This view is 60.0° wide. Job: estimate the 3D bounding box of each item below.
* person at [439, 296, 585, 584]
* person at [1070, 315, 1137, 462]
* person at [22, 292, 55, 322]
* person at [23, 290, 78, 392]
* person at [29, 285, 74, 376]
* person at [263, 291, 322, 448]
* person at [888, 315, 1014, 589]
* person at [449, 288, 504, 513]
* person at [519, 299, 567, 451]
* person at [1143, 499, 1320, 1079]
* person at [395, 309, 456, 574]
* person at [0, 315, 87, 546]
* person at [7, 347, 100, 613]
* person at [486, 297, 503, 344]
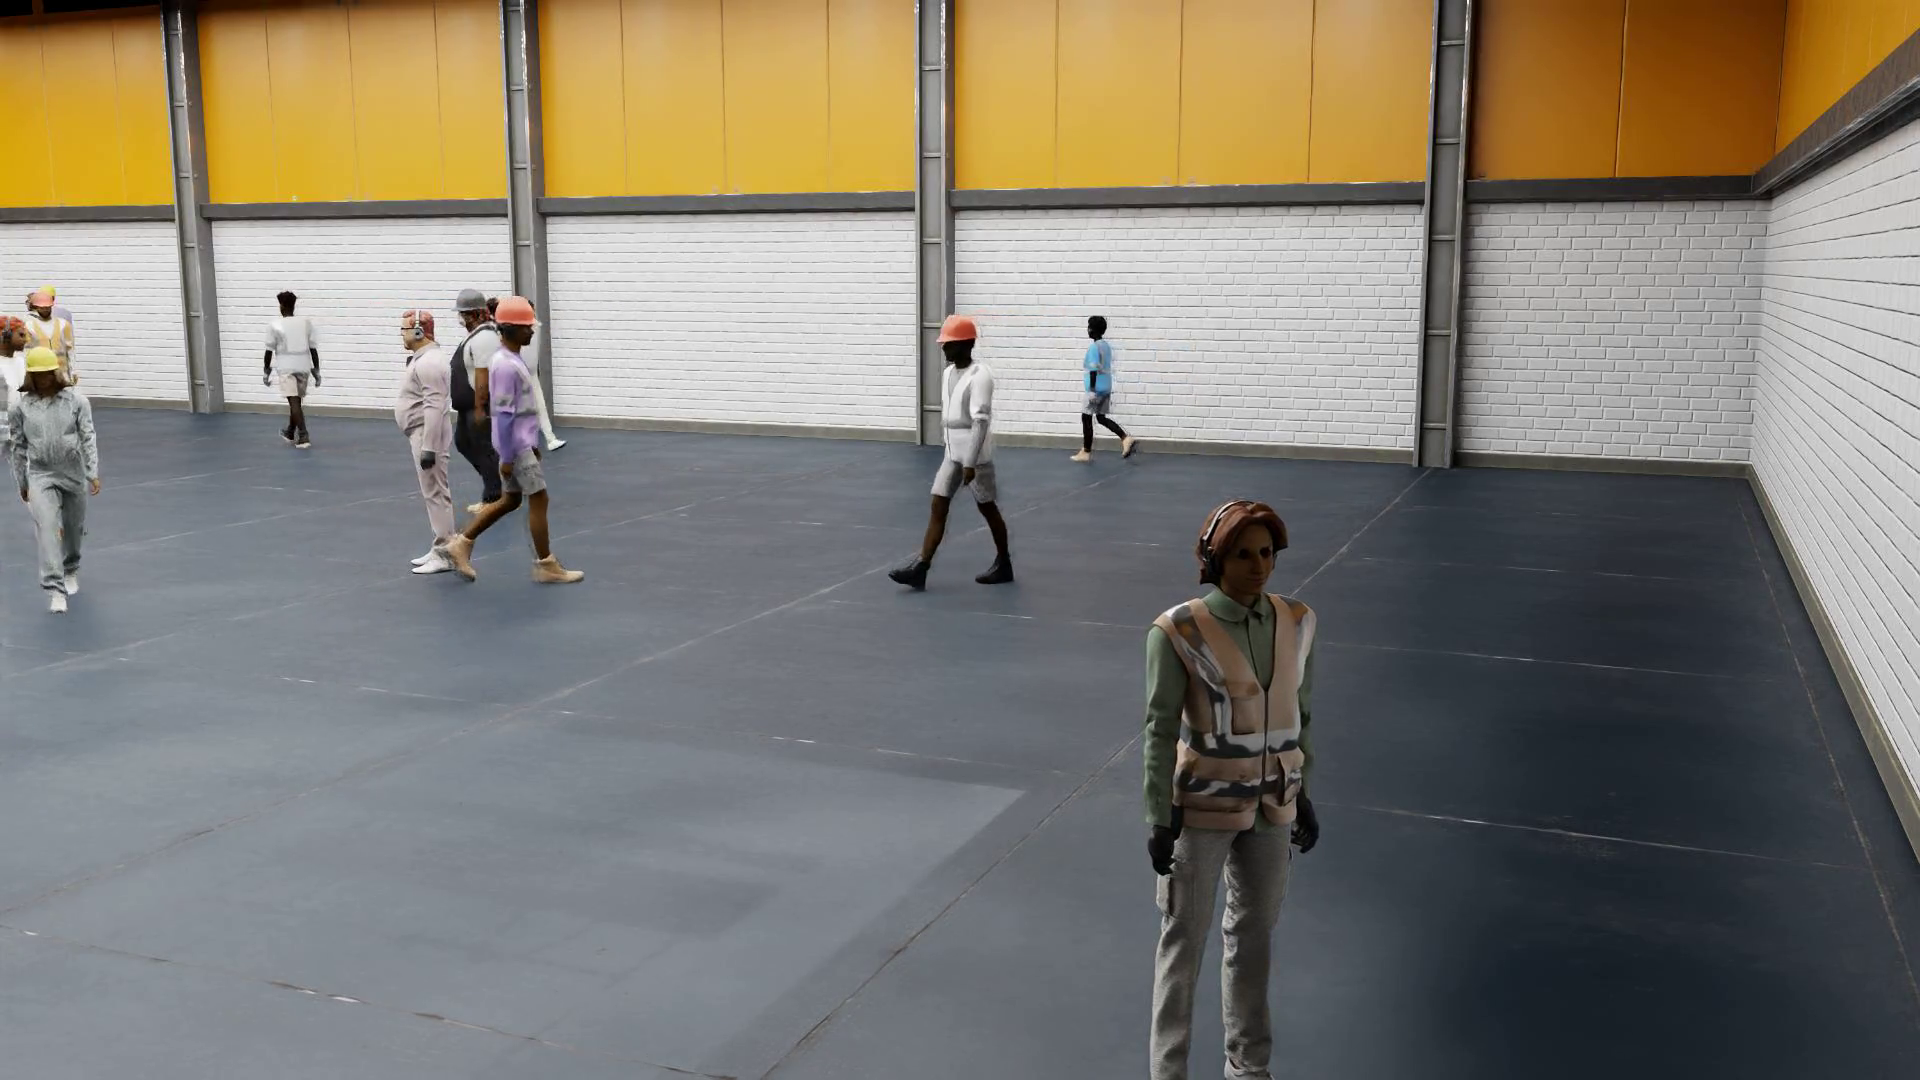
[{"bbox_3d":[-3.134,-0.672,11.490,0.919,2.019,0.608,-2,10,-15],"label":"person"},{"bbox_3d":[1.615,-1.697,18.738,0.685,1.673,0.535,5,10,26],"label":"person"},{"bbox_3d":[-12.905,-2.545,23.353,0.343,1.846,0.507,4,10,25],"label":"person"},{"bbox_3d":[-11.011,-2.057,20.140,0.589,1.928,0.504,-8,12,-39],"label":"person"},{"bbox_3d":[-13.617,-2.851,24.959,0.590,1.926,0.388,-7,12,-38],"label":"person"},{"bbox_3d":[-8.253,-2.104,20.504,1.044,1.907,0.624,9,13,42],"label":"person"},{"bbox_3d":[-0.007,-0.593,11.403,0.978,1.881,0.567,-6,11,-33],"label":"person"},{"bbox_3d":[-4.329,-1.245,14.887,0.538,2.000,0.696,-3,10,-18],"label":"person"},{"bbox_3d":[-5.173,-1.965,19.962,0.953,1.807,0.533,8,12,39],"label":"person"},{"bbox_3d":[0.696,0.707,4.269,0.525,1.639,0.307,-5,10,-26],"label":"person"},{"bbox_3d":[-3.877,-0.712,12.064,0.403,1.906,0.652,-3,10,-17],"label":"person"},{"bbox_3d":[-7.451,-0.828,12.999,0.970,1.829,0.667,1,9,7],"label":"person"},{"bbox_3d":[-5.952,-0.423,10.945,0.488,1.704,0.842,-6,11,-34],"label":"person"},{"bbox_3d":[-5.186,-1.766,18.596,0.533,1.859,0.310,1,9,4],"label":"person"}]
